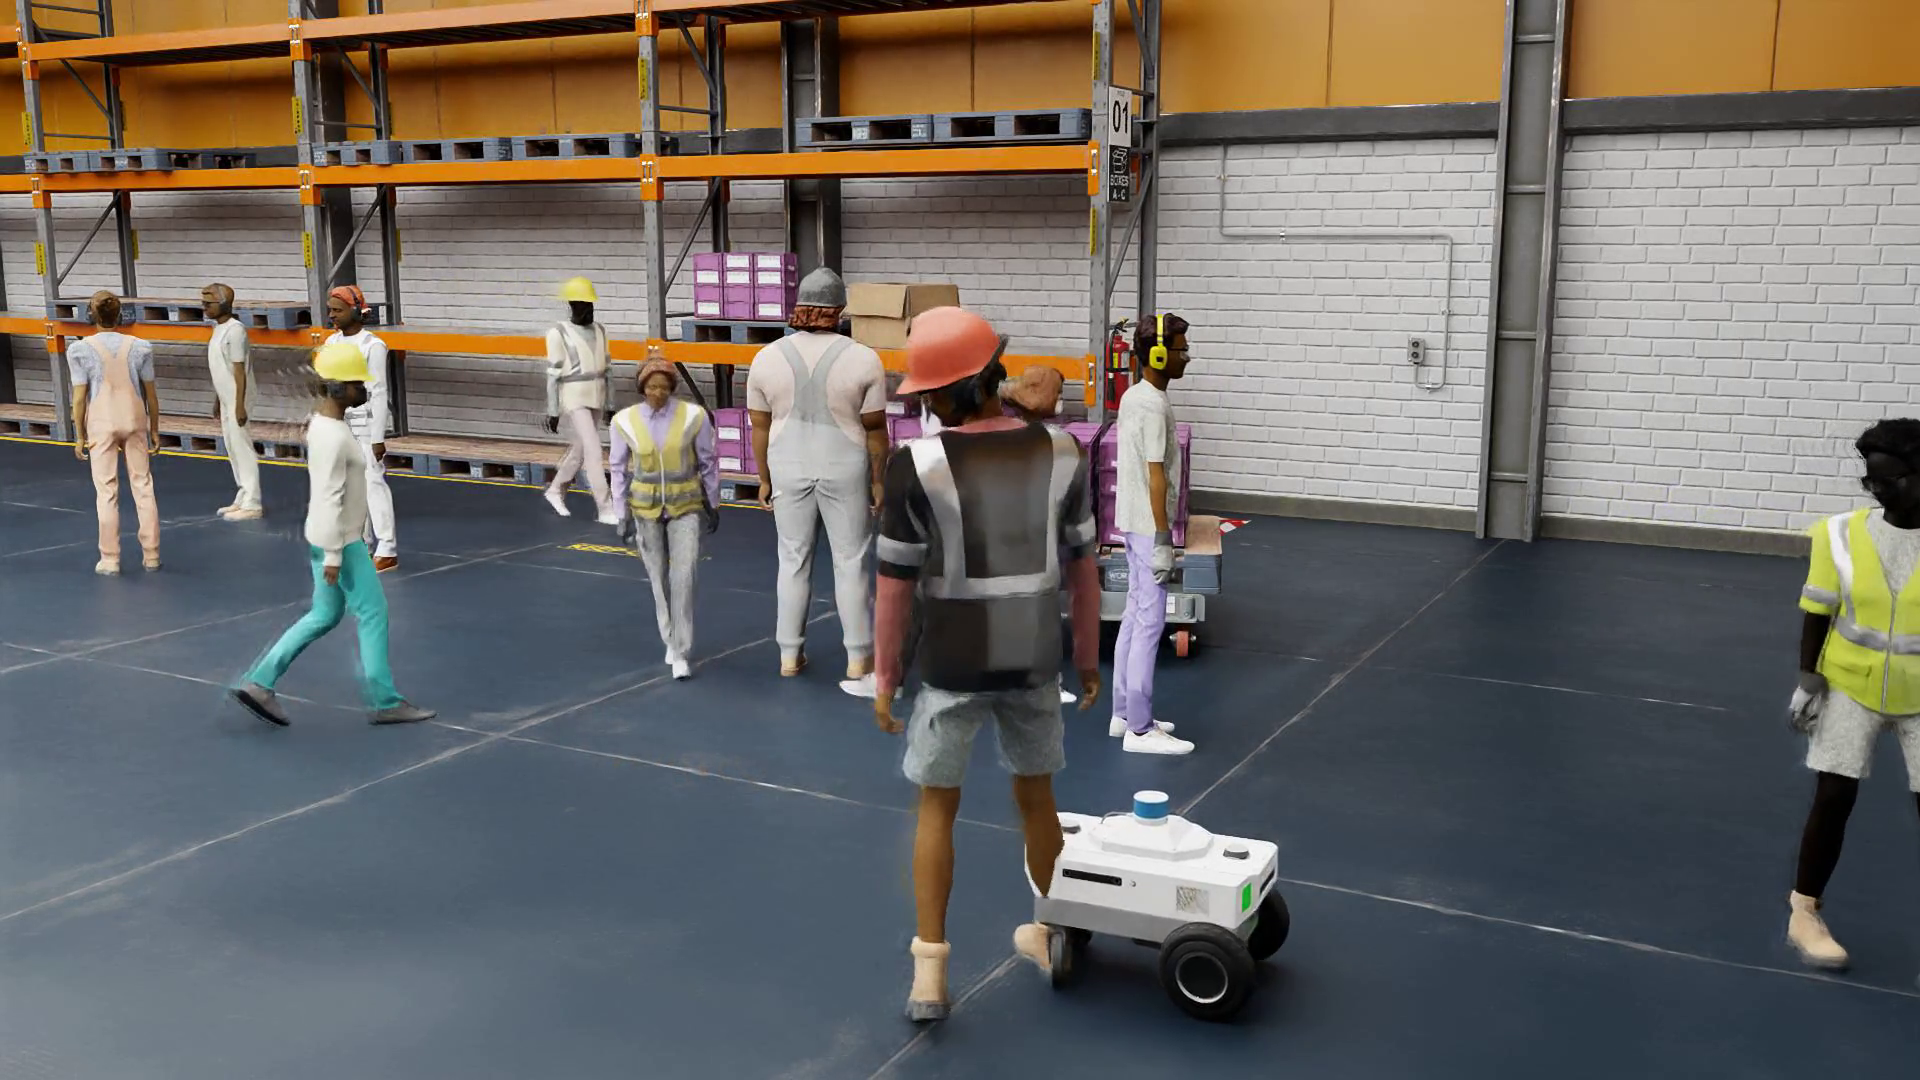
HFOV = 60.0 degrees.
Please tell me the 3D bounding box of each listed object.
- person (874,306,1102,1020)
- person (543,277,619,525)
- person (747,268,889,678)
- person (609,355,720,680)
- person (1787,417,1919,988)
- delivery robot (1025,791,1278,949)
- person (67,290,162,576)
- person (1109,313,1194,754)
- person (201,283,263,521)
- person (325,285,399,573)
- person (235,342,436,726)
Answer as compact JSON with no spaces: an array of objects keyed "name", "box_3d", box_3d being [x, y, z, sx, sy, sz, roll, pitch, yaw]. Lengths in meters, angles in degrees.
[{"name":"person","box_3d":[0.113,0.350,4.688,0.726,2.010,0.559,-3,11,-18]},{"name":"person","box_3d":[-2.938,-1.079,12.803,0.940,1.889,0.591,6,12,30]},{"name":"person","box_3d":[-0.678,-0.332,8.291,0.689,2.000,0.538,1,10,8]},{"name":"person","box_3d":[-1.463,-0.113,8.260,0.523,1.597,0.772,-1,10,-3]},{"name":"person","box_3d":[2.757,0.467,4.900,0.560,1.673,0.387,8,13,38]},{"name":"delivery robot","box_3d":[0.558,0.983,4.901,0.707,0.478,0.477,5,11,24]},{"name":"person","box_3d":[-5.471,-0.691,10.799,0.514,1.845,0.338,-8,13,-39]},{"name":"person","box_3d":[0.823,-0.028,7.097,0.311,1.869,0.534,-1,10,-7]},{"name":"person","box_3d":[-5.642,-1.066,12.893,0.346,1.838,0.517,-8,13,-37]},{"name":"person","box_3d":[-3.919,-0.712,10.842,0.569,1.878,0.351,8,13,38]},{"name":"person","box_3d":[-2.819,-0.005,7.346,0.775,1.734,0.528,-5,11,-25]}]
